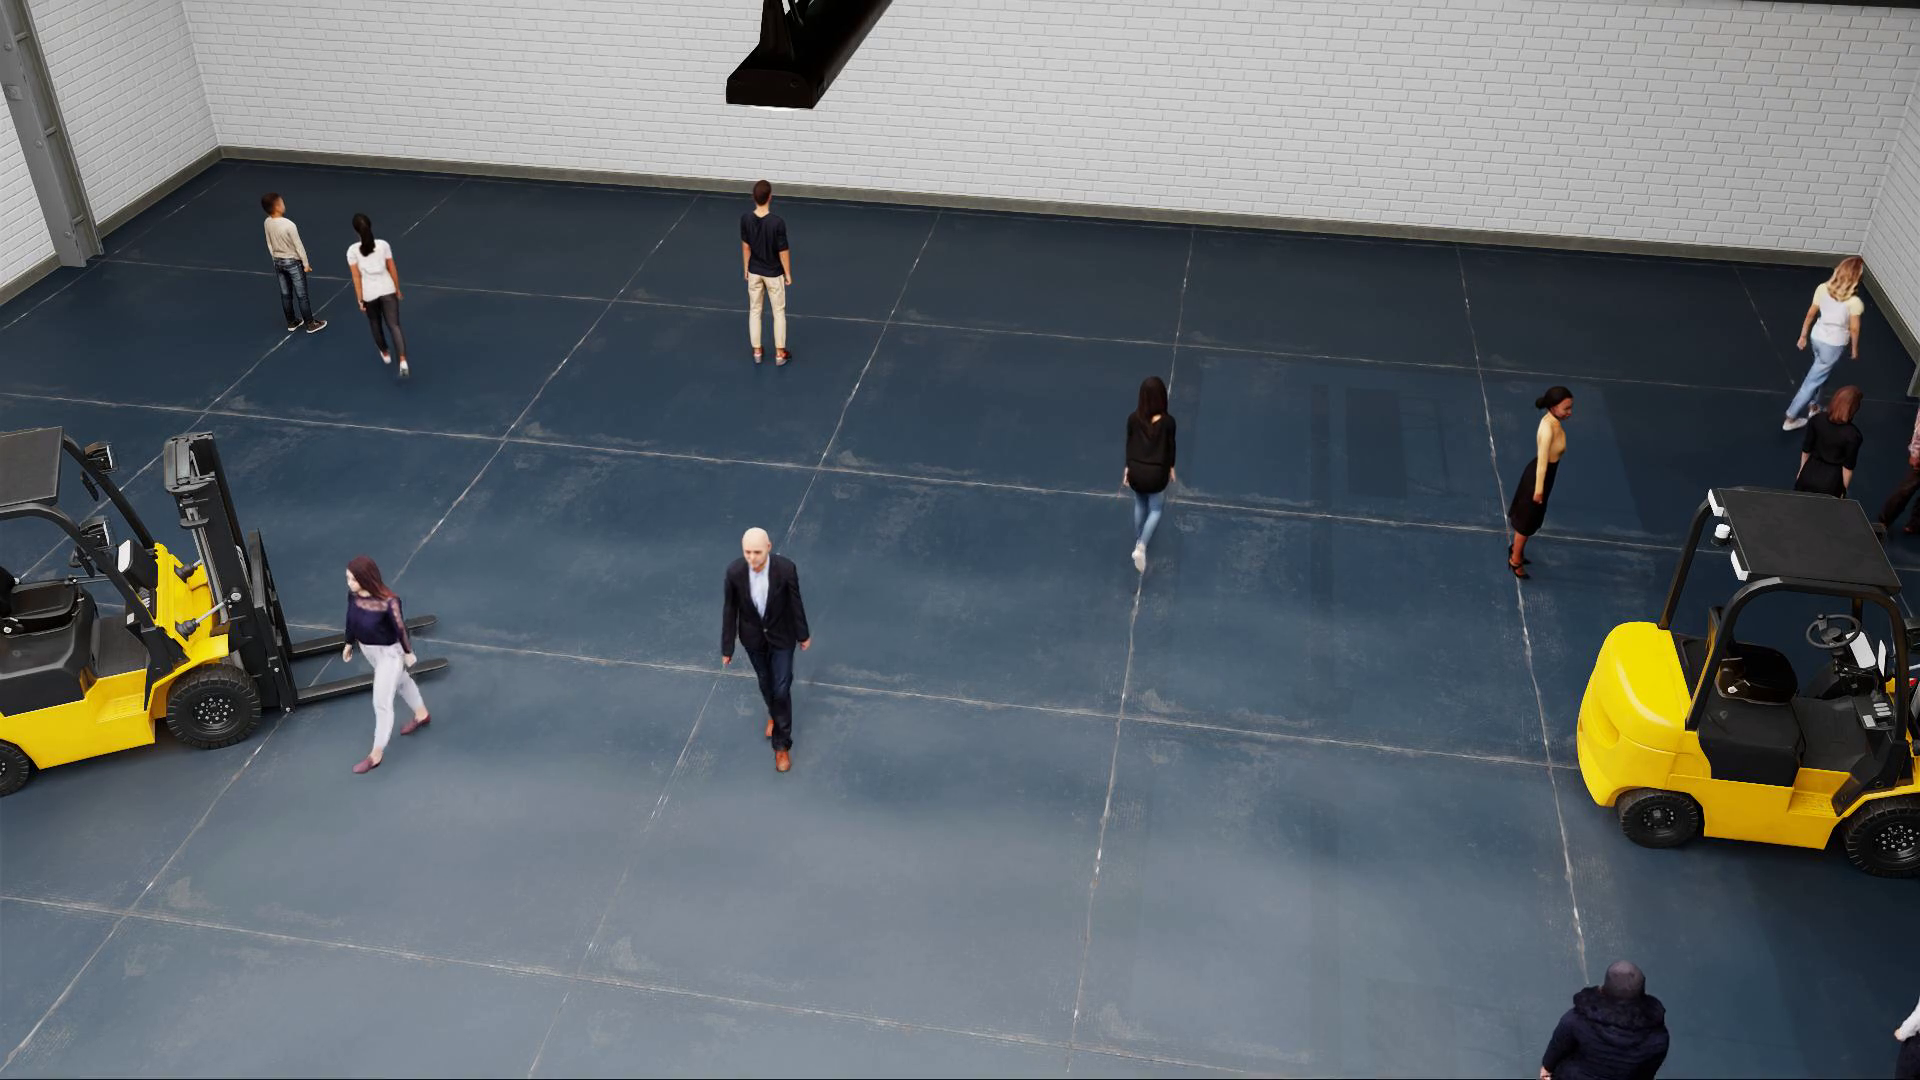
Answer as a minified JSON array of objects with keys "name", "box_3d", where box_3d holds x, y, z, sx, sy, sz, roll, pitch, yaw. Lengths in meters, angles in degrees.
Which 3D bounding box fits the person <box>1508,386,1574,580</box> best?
[{"name":"person","box_3d":[4.575,-0.467,13.158,0.669,1.653,0.543,13,36,19]}]

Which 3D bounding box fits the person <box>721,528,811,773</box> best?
[{"name":"person","box_3d":[-1.307,0.617,11.418,0.793,1.774,1.010,2,34,3]}]

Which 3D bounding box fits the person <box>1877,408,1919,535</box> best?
[{"name":"person","box_3d":[7.996,-0.786,13.523,0.905,1.780,0.794,-14,36,-20]}]

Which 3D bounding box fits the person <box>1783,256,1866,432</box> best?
[{"name":"person","box_3d":[7.762,-1.733,15.014,0.931,1.707,0.912,-13,36,-18]}]

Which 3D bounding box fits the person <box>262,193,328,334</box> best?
[{"name":"person","box_3d":[-6.809,-2.804,16.846,0.579,1.462,0.523,10,35,14]}]

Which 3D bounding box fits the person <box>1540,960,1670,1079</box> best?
[{"name":"person","box_3d":[3.158,2.771,8.287,0.683,1.652,0.910,7,34,10]}]

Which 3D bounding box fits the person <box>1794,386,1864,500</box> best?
[{"name":"person","box_3d":[6.771,-0.449,13.084,0.706,1.706,0.641,-20,39,-27]}]

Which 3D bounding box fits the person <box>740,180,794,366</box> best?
[{"name":"person","box_3d":[-1.887,-2.593,16.176,0.633,1.854,0.545,7,34,11]}]

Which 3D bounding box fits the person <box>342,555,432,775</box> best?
[{"name":"person","box_3d":[-3.904,0.750,11.399,0.888,1.574,1.081,22,40,30]}]

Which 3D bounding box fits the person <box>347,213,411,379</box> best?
[{"name":"person","box_3d":[-5.564,-2.320,15.978,0.981,1.619,1.120,-16,37,-22]}]

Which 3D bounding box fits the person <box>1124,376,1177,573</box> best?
[{"name":"person","box_3d":[1.495,-0.505,13.239,0.693,1.628,0.966,13,36,18]}]
